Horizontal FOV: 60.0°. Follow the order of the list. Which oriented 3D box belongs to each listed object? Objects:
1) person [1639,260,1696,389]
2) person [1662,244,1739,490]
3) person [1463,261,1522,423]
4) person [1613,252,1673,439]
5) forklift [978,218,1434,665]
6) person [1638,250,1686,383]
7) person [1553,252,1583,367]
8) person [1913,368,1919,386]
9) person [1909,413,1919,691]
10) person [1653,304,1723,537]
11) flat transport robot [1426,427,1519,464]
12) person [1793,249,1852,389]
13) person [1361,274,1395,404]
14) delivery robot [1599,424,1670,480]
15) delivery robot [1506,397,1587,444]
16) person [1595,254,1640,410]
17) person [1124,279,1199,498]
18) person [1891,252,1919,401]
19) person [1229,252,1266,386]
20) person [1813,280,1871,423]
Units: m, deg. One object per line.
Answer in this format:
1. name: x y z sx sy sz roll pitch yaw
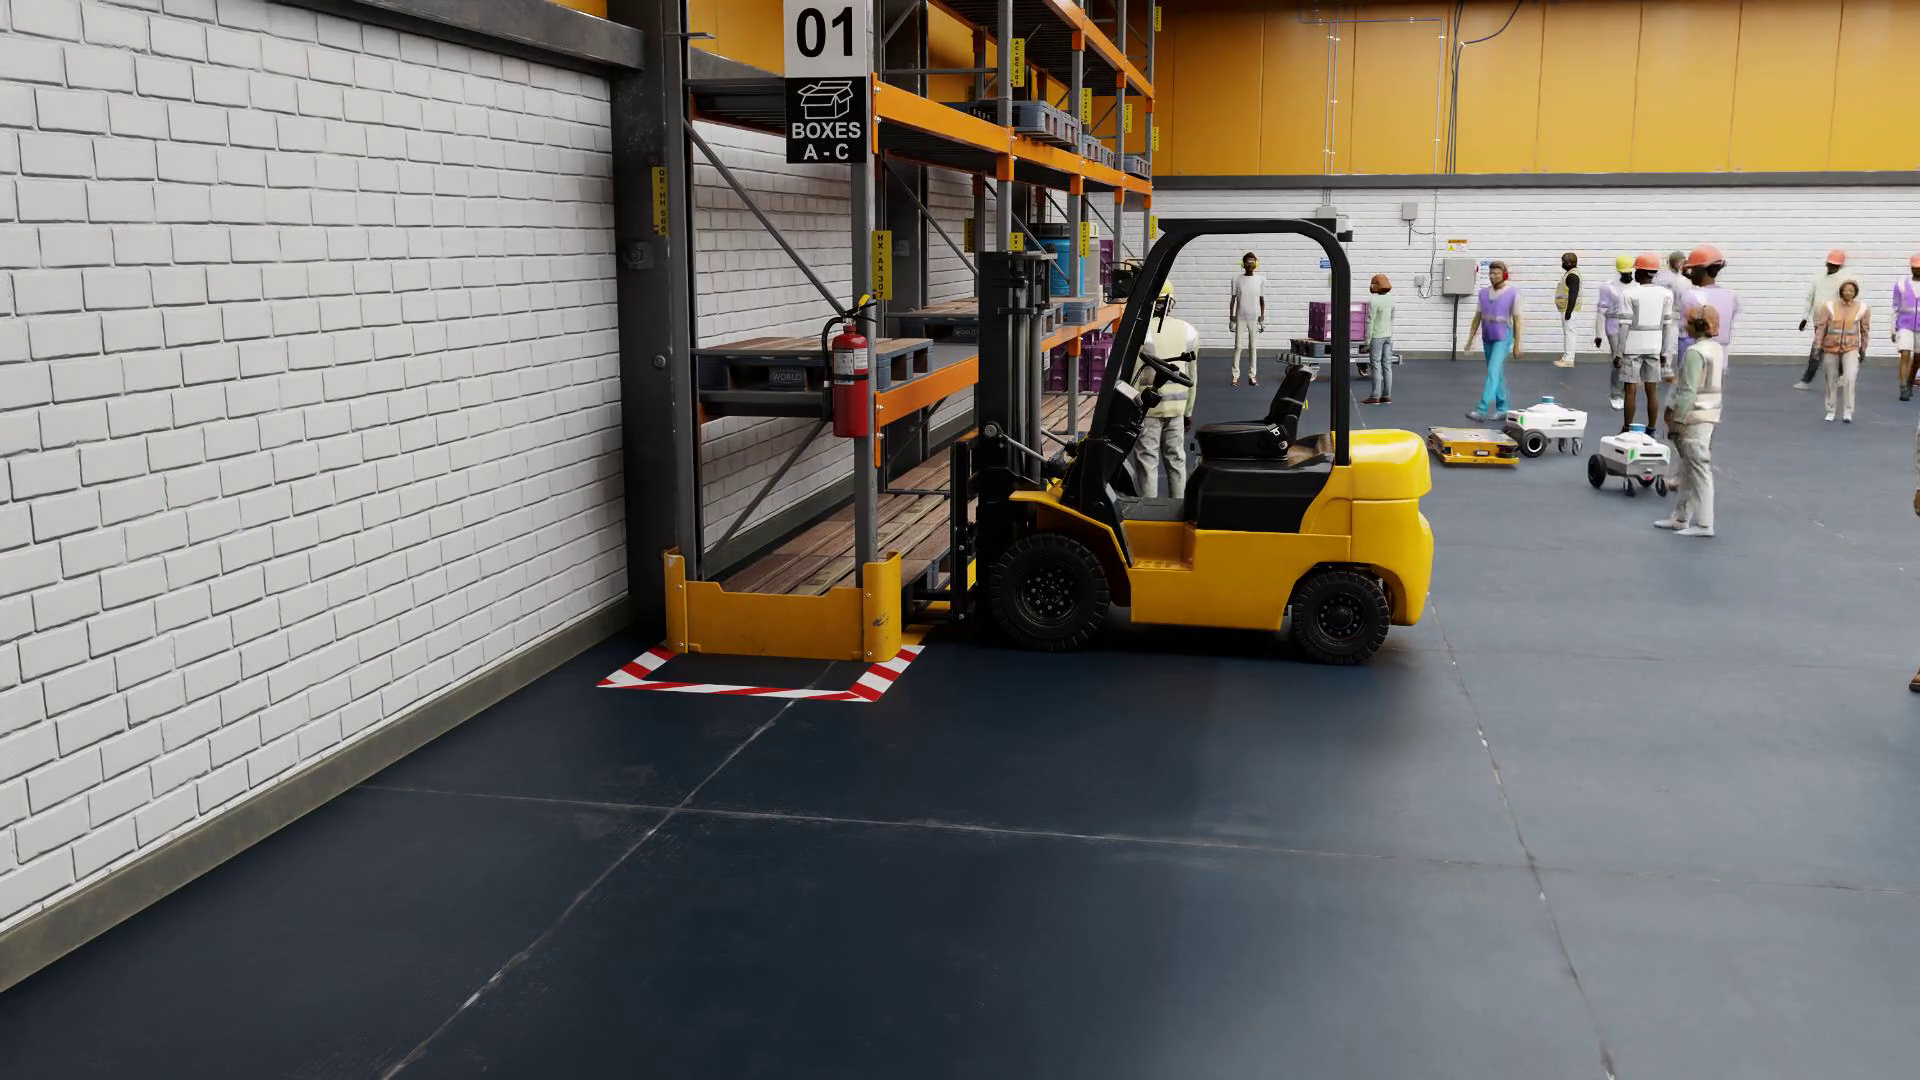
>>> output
1. person: 9.861 -2.940 22.787 0.973 1.794 0.645 4 11 22
2. person: 6.063 -1.398 13.626 0.635 2.035 0.407 -5 11 -23
3. person: 5.958 -2.218 18.756 0.901 1.809 0.571 -5 12 -27
4. person: 6.846 -1.916 16.723 0.551 1.940 0.349 -1 10 -5
5. forklift: 1.285 -0.567 8.635 2.313 2.155 1.214 2 11 11
6. person: 10.059 -3.210 23.919 0.775 1.908 0.647 9 14 41
7. person: 9.810 -3.707 26.834 0.430 1.838 0.624 3 11 18
8. person: 13.651 -3.089 23.377 0.515 1.861 0.328 -10 14 -42
9. person: 4.670 -0.239 7.539 0.632 1.939 0.368 7 12 32
10. person: 5.151 -0.837 11.675 0.361 1.636 0.527 8 13 37
11. flat transport robot: 4.838 -0.902 15.747 0.652 0.197 1.431 2 10 9
12. person: 12.040 -3.048 22.995 1.012 1.937 0.618 -4 11 -19
13. person: 5.263 -2.514 20.866 0.499 1.627 0.269 -9 14 -41
14. delivery robot: 5.541 -0.713 13.672 0.477 0.478 0.707 0 10 0
15. delivery robot: 5.637 -1.135 15.984 0.707 0.478 0.477 -1 10 -8
16. person: 8.031 -2.515 20.179 0.602 1.882 0.550 -2 11 -13
17. person: 1.350 -0.901 11.457 0.593 1.832 0.403 -5 11 -25
18. person: 12.333 -2.768 21.494 0.549 1.913 0.885 5 11 25
19. person: 4.044 -3.104 23.421 0.513 1.877 0.328 0 10 2
20. person: 9.901 -2.107 18.705 0.535 1.606 0.809 6 12 30
